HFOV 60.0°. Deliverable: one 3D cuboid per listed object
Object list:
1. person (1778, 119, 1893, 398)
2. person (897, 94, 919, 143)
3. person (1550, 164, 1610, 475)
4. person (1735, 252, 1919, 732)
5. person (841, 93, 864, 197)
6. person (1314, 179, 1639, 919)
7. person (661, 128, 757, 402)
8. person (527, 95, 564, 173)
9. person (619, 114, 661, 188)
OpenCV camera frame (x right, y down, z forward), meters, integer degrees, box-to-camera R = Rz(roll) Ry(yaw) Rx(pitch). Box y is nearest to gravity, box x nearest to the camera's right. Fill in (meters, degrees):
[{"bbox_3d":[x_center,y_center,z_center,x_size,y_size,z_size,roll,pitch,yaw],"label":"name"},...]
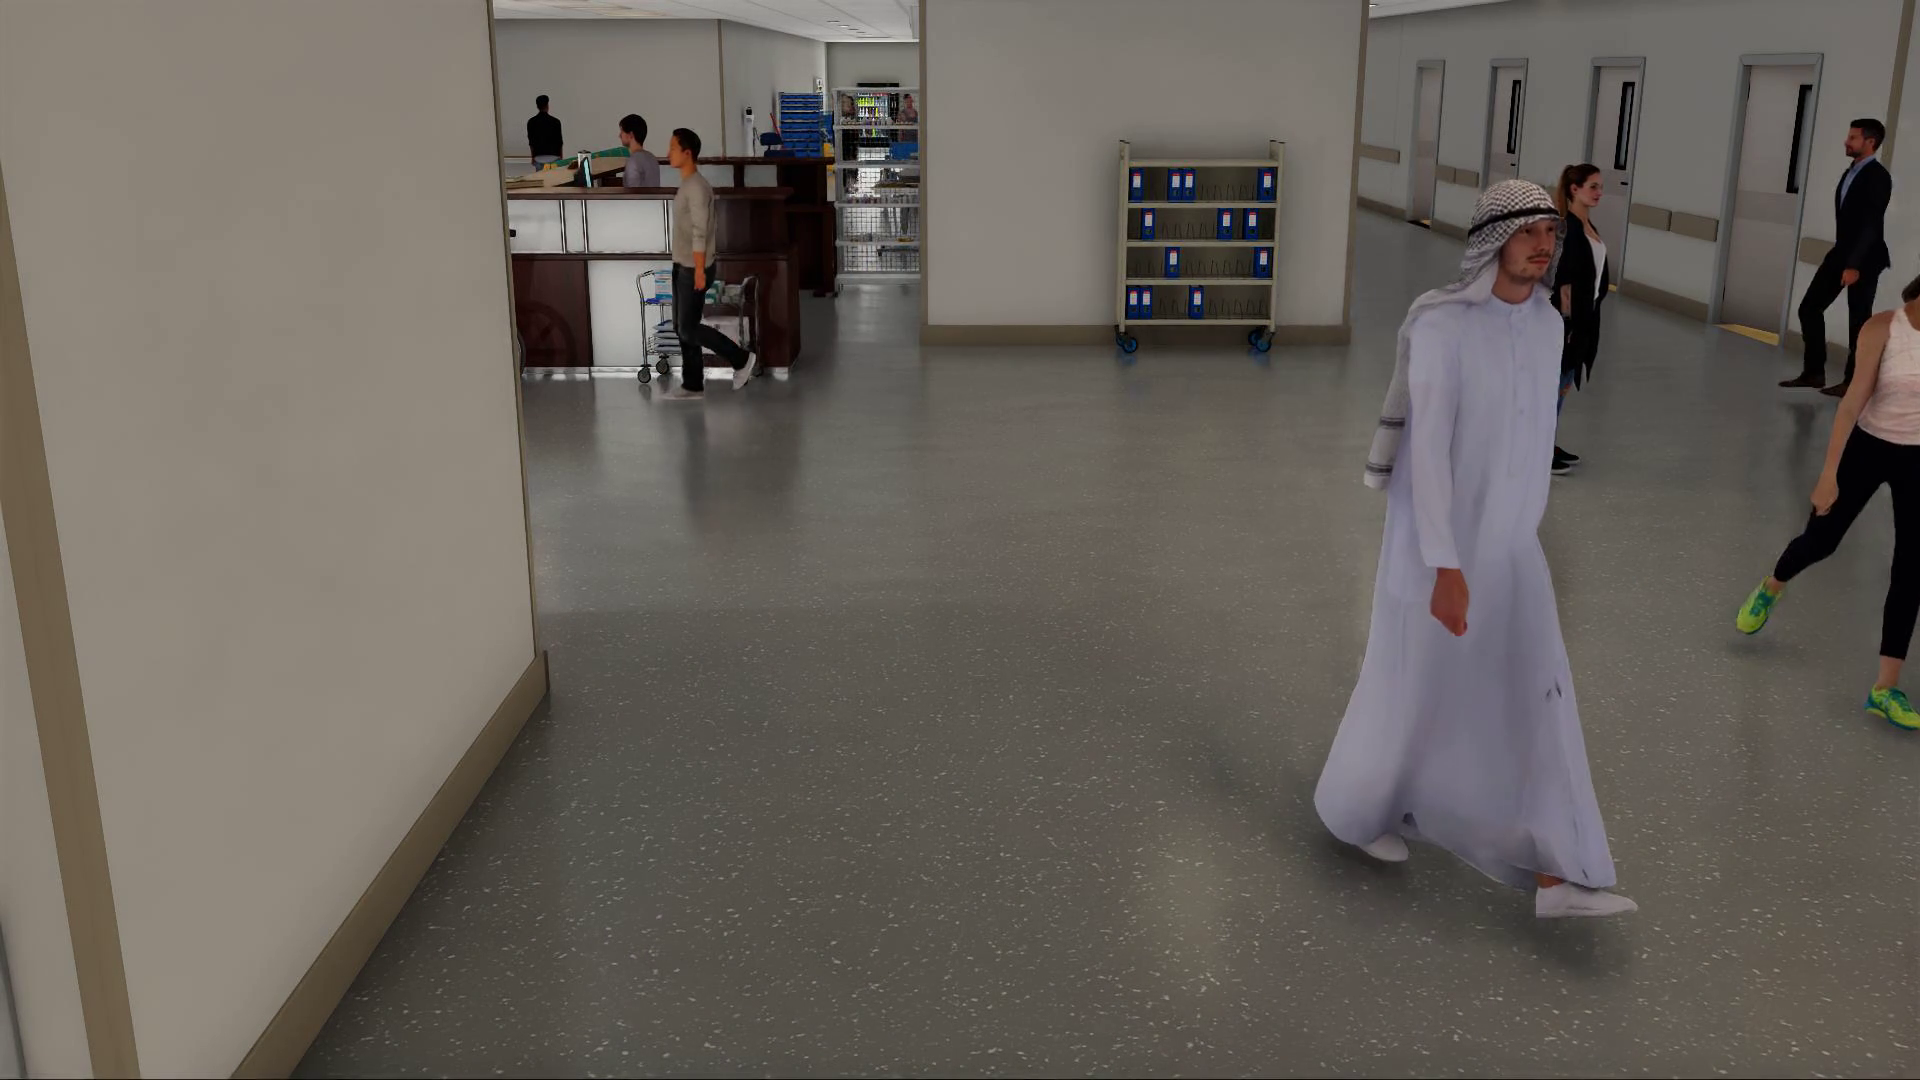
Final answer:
[{"bbox_3d":[6.091,-1.869,11.189,0.749,1.849,0.666,-1,16,-2],"label":"person"},{"bbox_3d":[-0.978,-7.722,32.278,0.961,1.797,0.840,-5,17,-19],"label":"person"},{"bbox_3d":[3.357,-1.224,9.205,0.742,1.682,0.723,10,19,32],"label":"person"},{"bbox_3d":[3.177,-0.245,5.779,1.131,1.658,0.719,1,16,5],"label":"person"},{"bbox_3d":[-2.014,-7.012,29.552,0.829,1.784,0.774,3,16,10],"label":"person"},{"bbox_3d":[1.269,0.029,4.406,1.289,1.876,1.141,-7,17,-24],"label":"person"},{"bbox_3d":[-1.682,-1.805,11.060,0.962,1.794,0.804,-5,16,-17],"label":"person"},{"bbox_3d":[-6.431,-5.989,25.865,0.508,1.815,0.735,0,16,0],"label":"person"},{"bbox_3d":[-2.524,-2.462,13.310,0.559,1.840,0.669,2,16,7],"label":"person"}]
